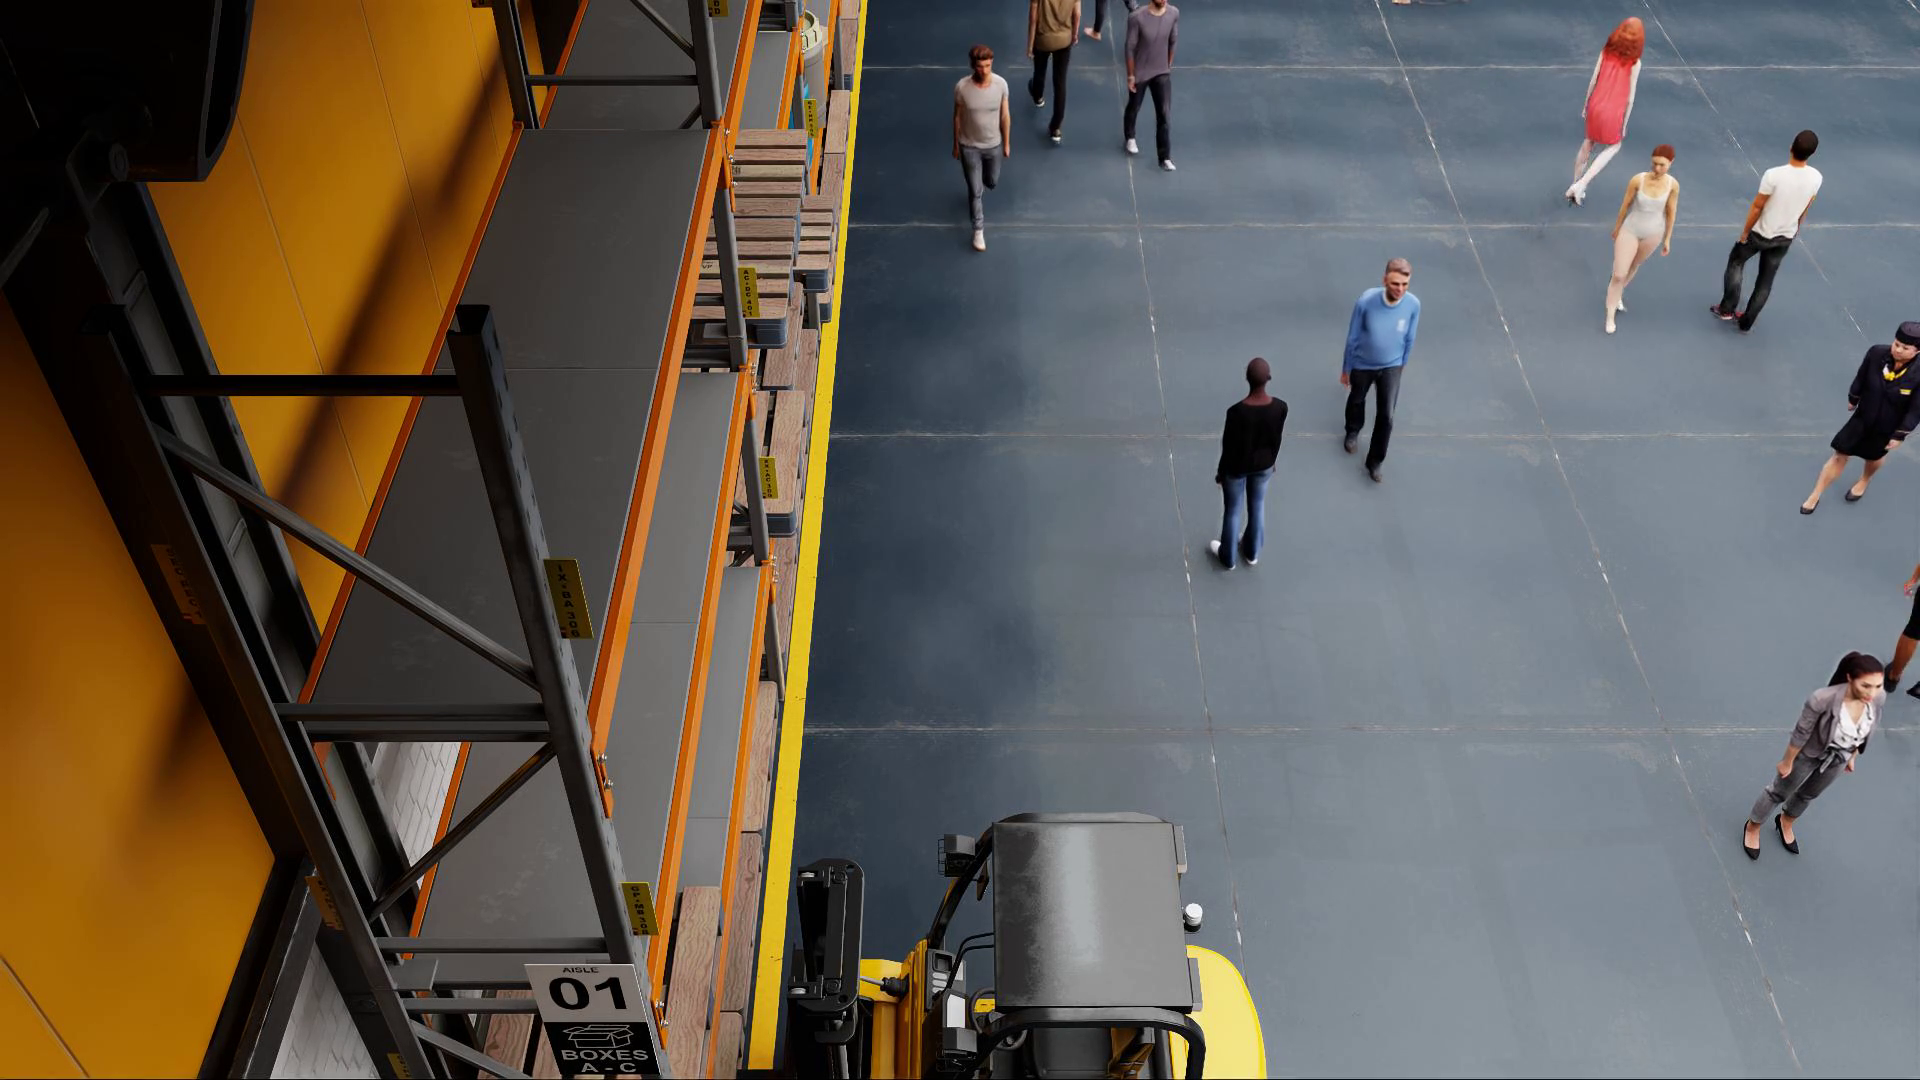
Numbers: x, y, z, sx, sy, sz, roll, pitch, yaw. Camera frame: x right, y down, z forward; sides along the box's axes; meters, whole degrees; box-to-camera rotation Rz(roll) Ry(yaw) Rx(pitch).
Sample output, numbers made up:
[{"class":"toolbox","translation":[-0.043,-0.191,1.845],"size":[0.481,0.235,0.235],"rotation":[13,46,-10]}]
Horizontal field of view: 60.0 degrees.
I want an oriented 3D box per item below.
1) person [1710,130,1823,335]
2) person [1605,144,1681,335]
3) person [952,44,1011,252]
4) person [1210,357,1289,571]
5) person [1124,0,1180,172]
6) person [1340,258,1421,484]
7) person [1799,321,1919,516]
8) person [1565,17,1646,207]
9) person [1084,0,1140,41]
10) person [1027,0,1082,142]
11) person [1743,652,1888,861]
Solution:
[{"class":"person","translation":[6.608,-2.448,13.512],"size":[0.673,1.792,0.651],"rotation":[4,44,4]},{"class":"person","translation":[5.628,-2.581,13.779],"size":[0.665,1.616,0.953],"rotation":[6,44,6]},{"class":"person","translation":[0.162,-3.517,14.578],"size":[0.791,1.869,1.111],"rotation":[-7,44,-8]},{"class":"person","translation":[1.996,-0.514,11.516],"size":[0.649,1.746,0.622],"rotation":[-10,44,-10]},{"class":"person","translation":[1.727,-4.425,15.571],"size":[0.836,1.814,1.139],"rotation":[-8,44,-8]},{"class":"person","translation":[3.088,-1.388,12.402],"size":[0.735,1.789,0.959],"rotation":[7,44,7]},{"class":"person","translation":[6.677,-0.887,11.985],"size":[1.121,1.638,1.087],"rotation":[-31,52,-29]},{"class":"person","translation":[5.702,-3.755,14.872],"size":[0.873,1.809,0.821],"rotation":[-29,51,-27]},{"class":"person","translation":[1.730,-5.858,17.136],"size":[1.095,1.731,1.188],"rotation":[-32,52,-29]},{"class":"person","translation":[0.902,-4.698,15.867],"size":[0.782,1.801,1.224],"rotation":[-5,44,-5]},{"class":"person","translation":[5.008,1.257,9.706],"size":[0.646,1.677,0.607],"rotation":[-5,44,-5]}]
